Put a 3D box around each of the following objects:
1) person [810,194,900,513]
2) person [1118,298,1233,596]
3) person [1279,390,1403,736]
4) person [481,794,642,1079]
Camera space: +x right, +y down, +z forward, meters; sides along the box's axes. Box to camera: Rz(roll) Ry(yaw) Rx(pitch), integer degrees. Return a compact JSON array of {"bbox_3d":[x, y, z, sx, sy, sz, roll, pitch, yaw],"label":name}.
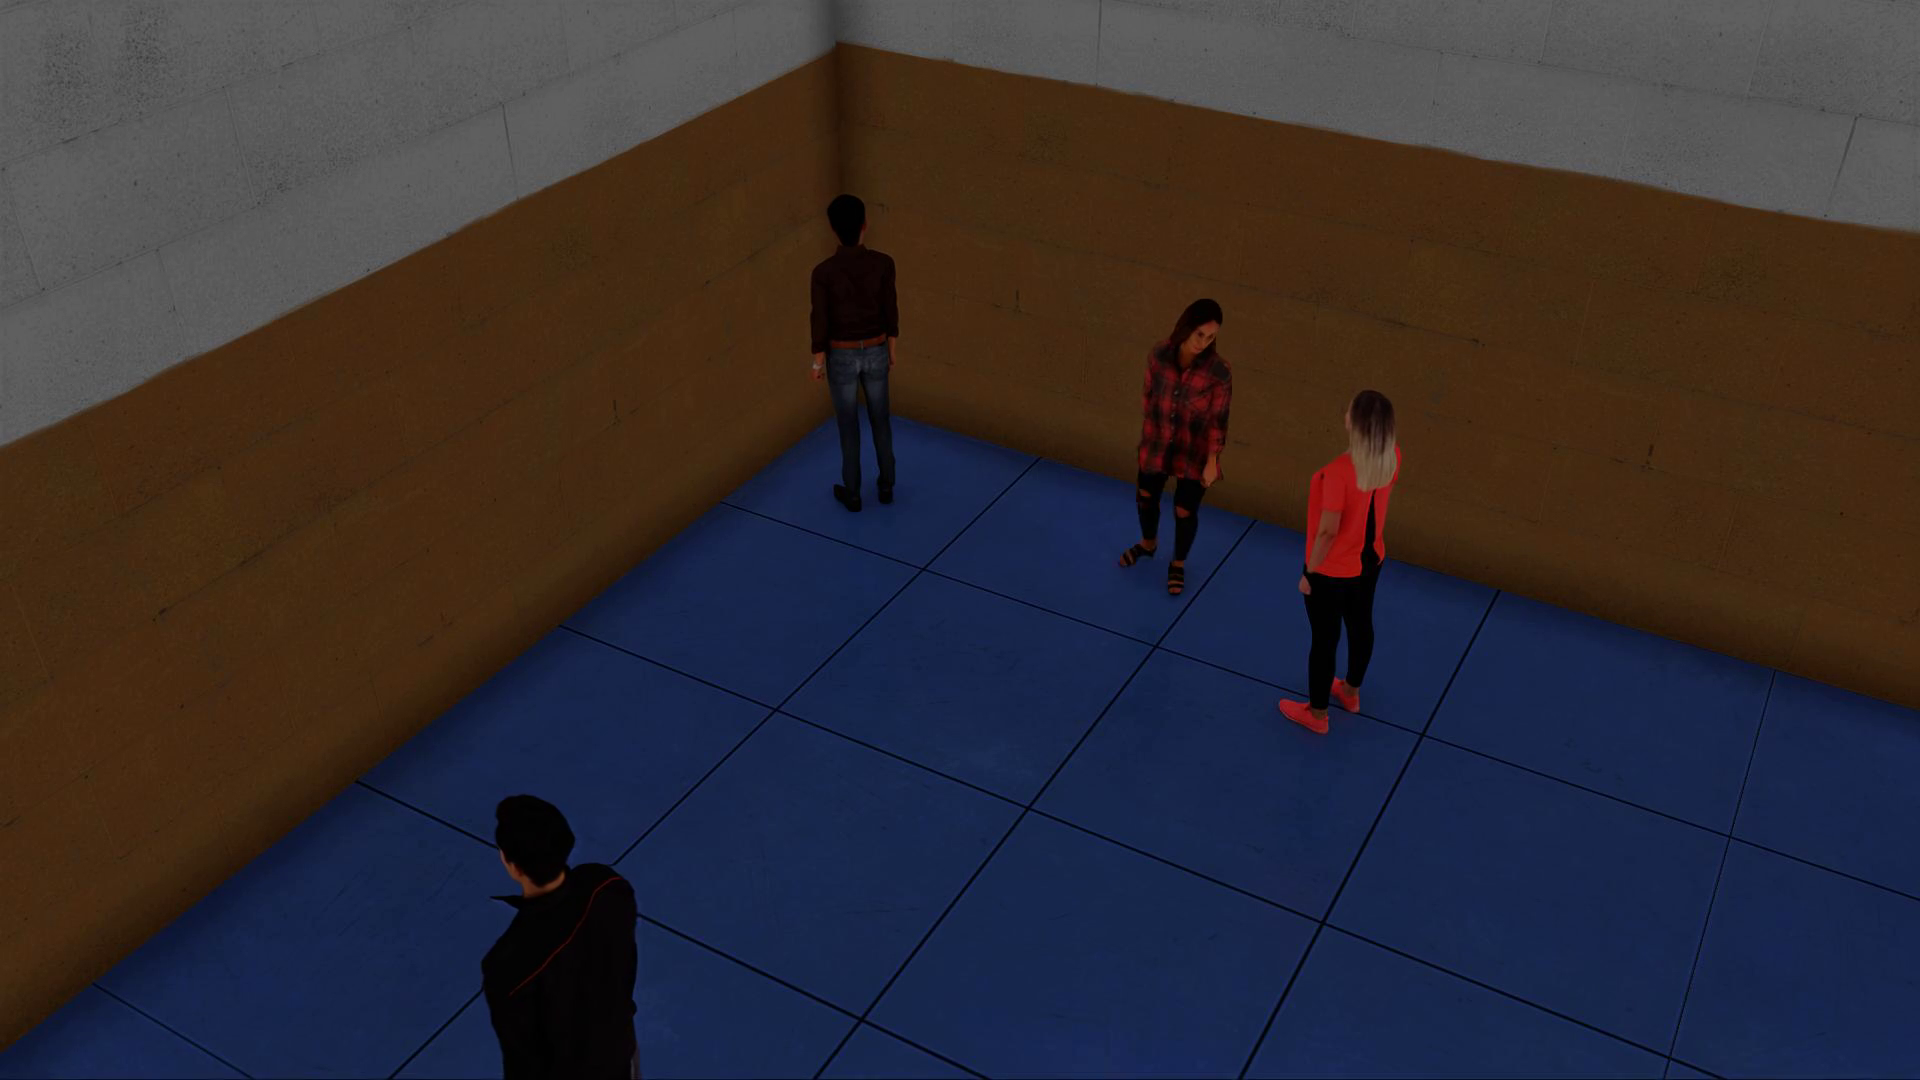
[{"bbox_3d":[-0.536,-0.965,8.800,0.687,1.778,0.771,-11,35,-17],"label":"person"},{"bbox_3d":[1.075,-0.458,8.143,0.591,1.663,0.707,-28,43,-35],"label":"person"},{"bbox_3d":[1.694,0.100,7.276,0.598,1.694,0.726,-22,40,-30],"label":"person"},{"bbox_3d":[-1.129,1.519,4.915,0.771,1.945,0.530,16,37,22],"label":"person"}]
